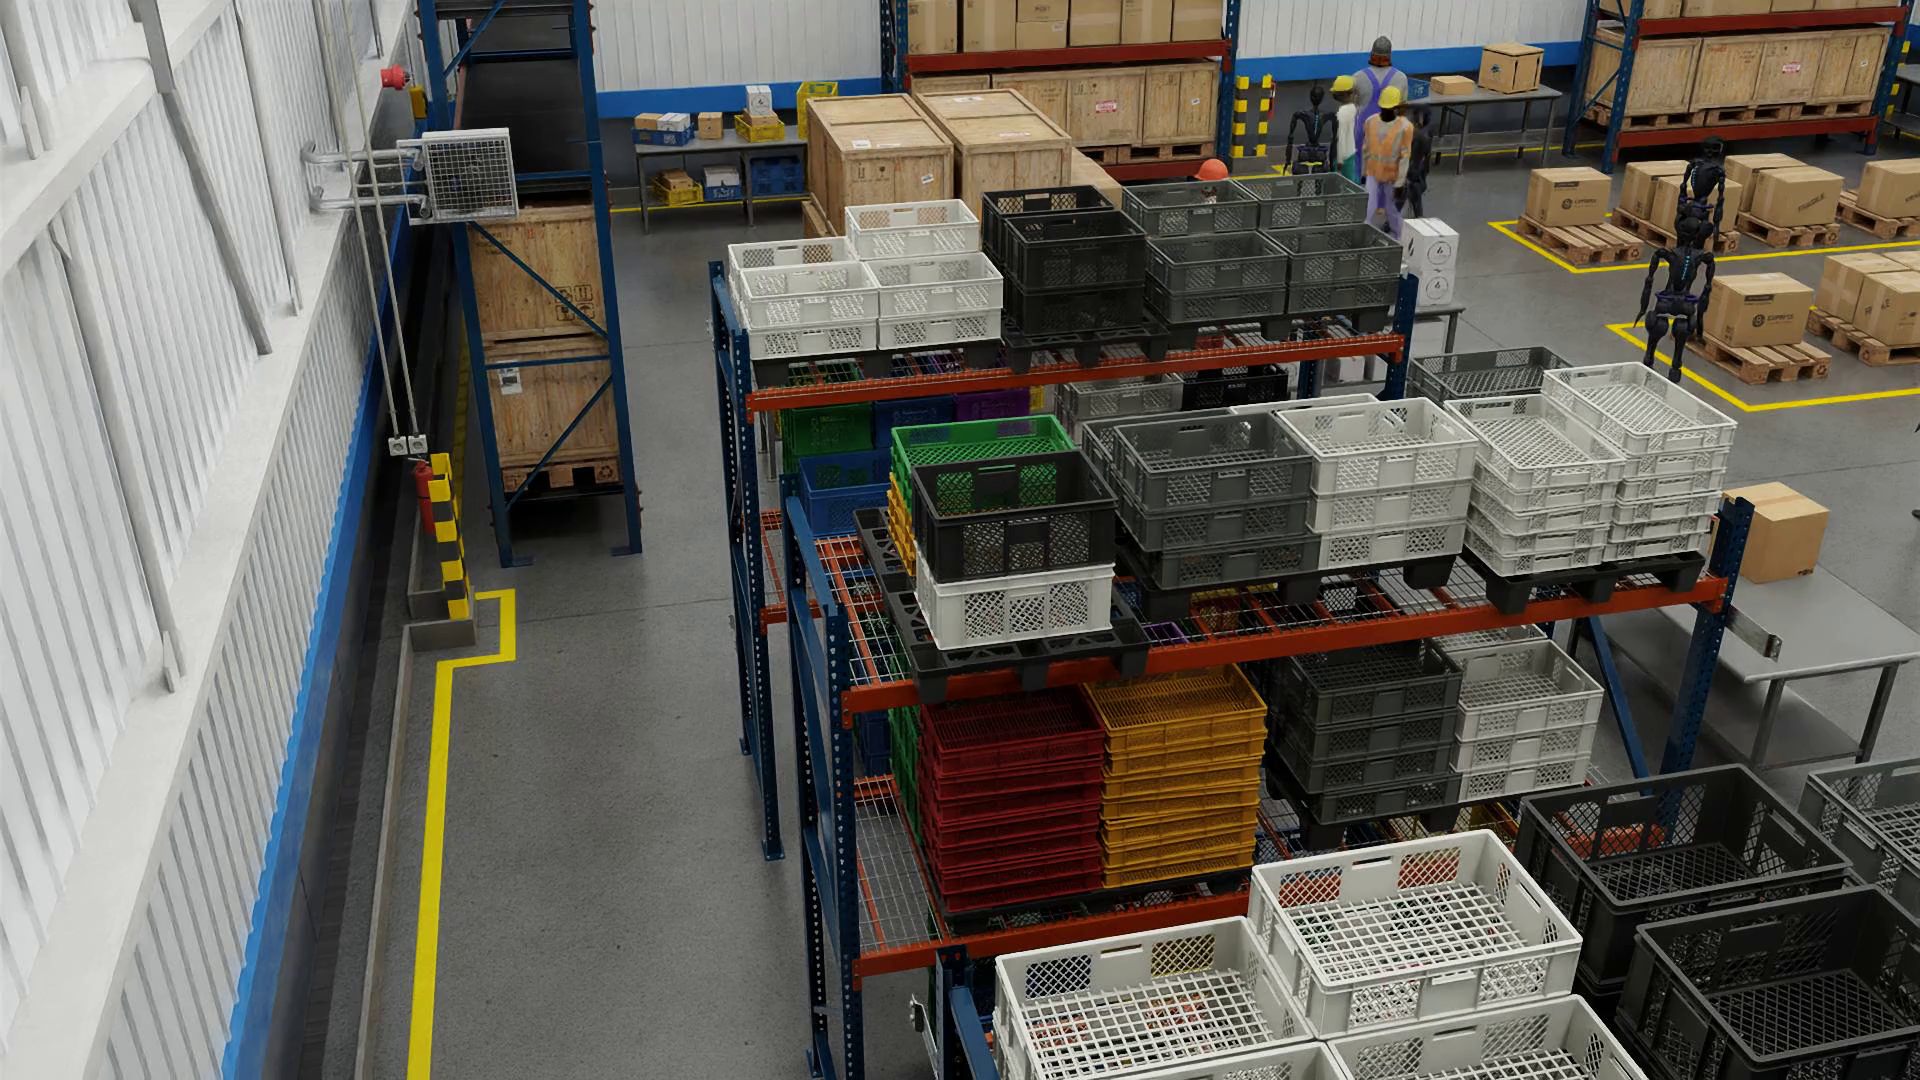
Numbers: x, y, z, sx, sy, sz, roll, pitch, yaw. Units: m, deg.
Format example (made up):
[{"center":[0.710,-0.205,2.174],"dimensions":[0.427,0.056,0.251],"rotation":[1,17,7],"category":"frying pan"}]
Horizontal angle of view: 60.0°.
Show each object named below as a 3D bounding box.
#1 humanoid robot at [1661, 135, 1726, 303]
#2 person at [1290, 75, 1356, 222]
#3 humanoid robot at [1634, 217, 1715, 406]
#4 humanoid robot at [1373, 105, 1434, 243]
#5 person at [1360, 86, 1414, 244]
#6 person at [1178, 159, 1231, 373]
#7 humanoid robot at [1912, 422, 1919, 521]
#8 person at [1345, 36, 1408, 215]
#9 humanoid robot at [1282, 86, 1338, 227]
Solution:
[{"center":[7.369,-3.222,16.634],"dimensions":[0.313,1.657,0.614],"rotation":[-10,29,-18],"category":"humanoid robot"},{"center":[4.245,-4.373,18.783],"dimensions":[0.877,1.717,0.527],"rotation":[15,31,27],"category":"person"},{"center":[6.088,-1.938,14.214],"dimensions":[0.546,1.649,0.344],"rotation":[6,28,11],"category":"humanoid robot"},{"center":[4.848,-3.884,17.948],"dimensions":[0.597,1.628,0.710],"rotation":[-18,33,-30],"category":"humanoid robot"},{"center":[4.556,-3.943,17.802],"dimensions":[0.583,1.884,0.885],"rotation":[19,33,32],"category":"person"},{"center":[2.192,-2.377,14.707],"dimensions":[0.376,1.995,0.608],"rotation":[19,33,31],"category":"person"},{"center":[7.405,-0.895,12.218],"dimensions":[0.599,1.657,0.331],"rotation":[9,29,16],"category":"humanoid robot"},{"center":[4.770,-4.789,19.234],"dimensions":[0.674,2.000,0.536],"rotation":[2,28,4],"category":"person"},{"center":[3.906,-4.225,18.549],"dimensions":[0.581,1.652,0.323],"rotation":[2,28,3],"category":"humanoid robot"}]
